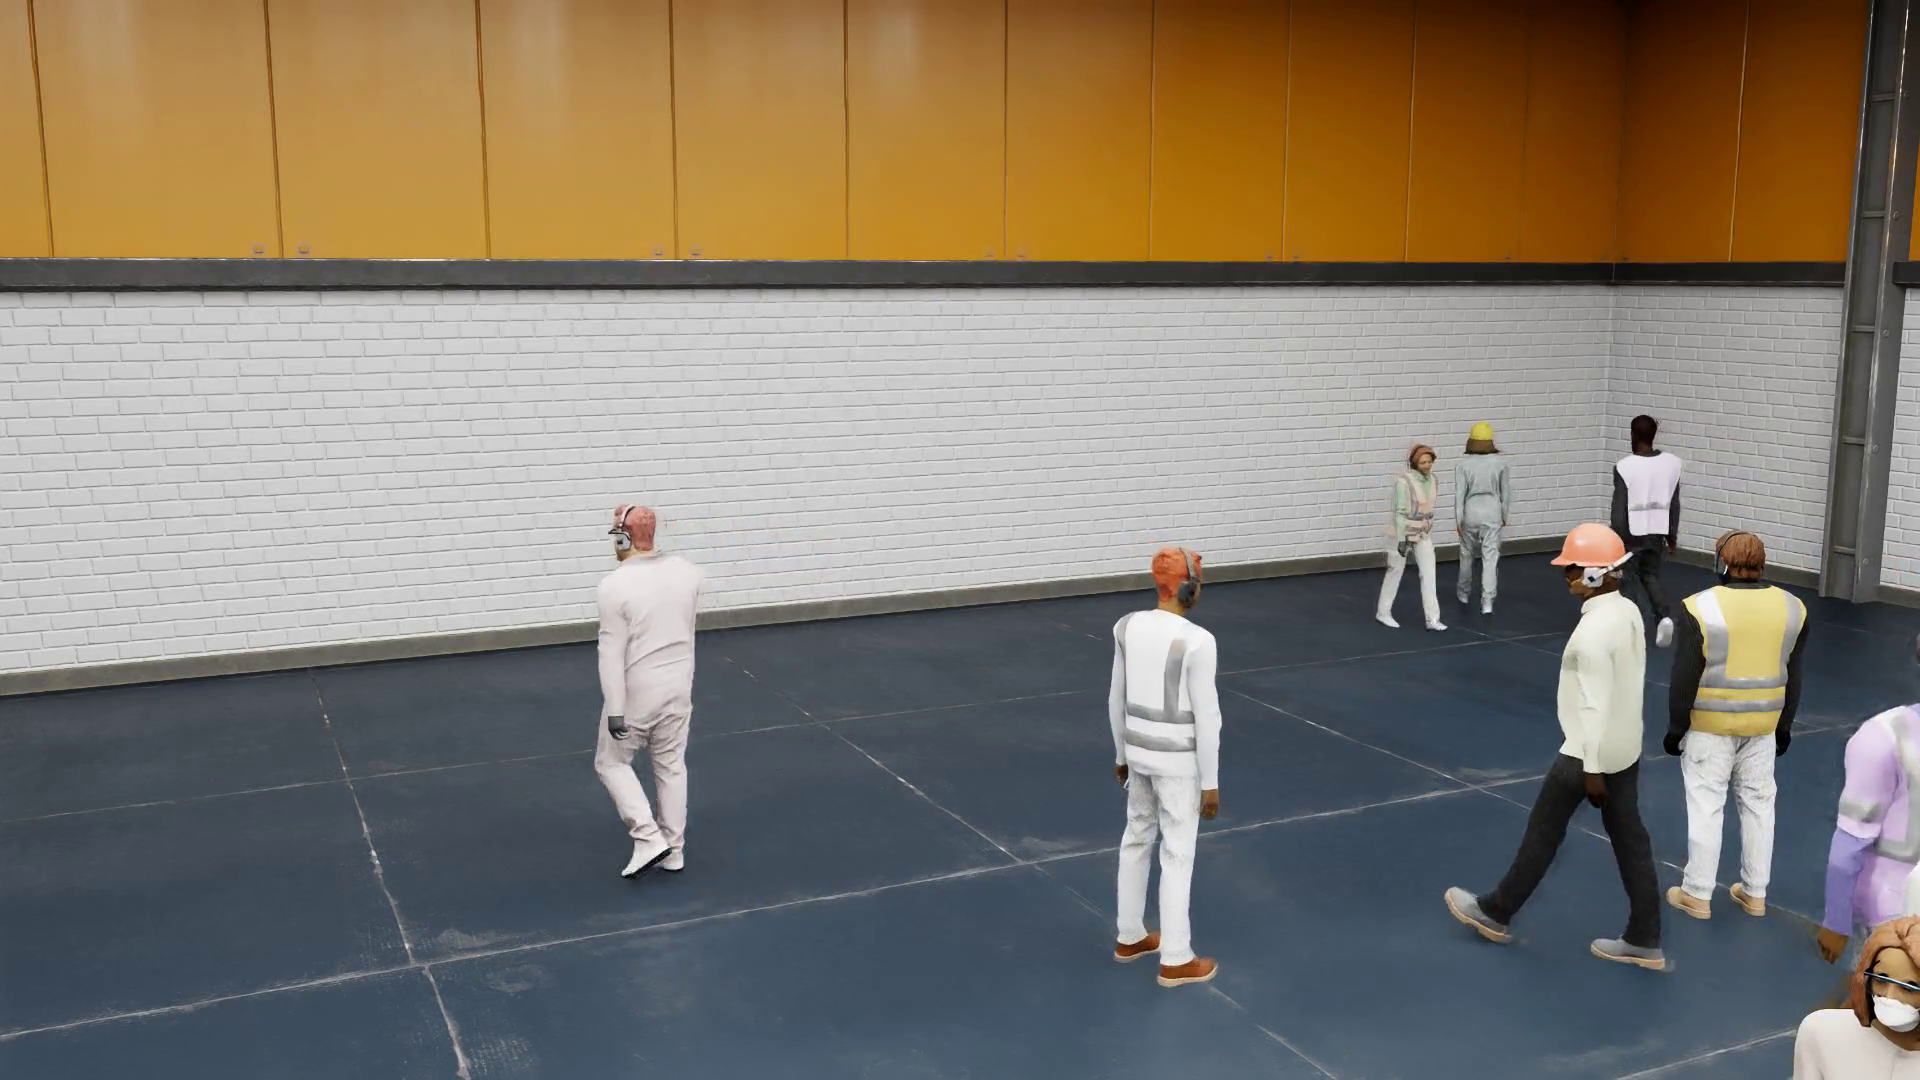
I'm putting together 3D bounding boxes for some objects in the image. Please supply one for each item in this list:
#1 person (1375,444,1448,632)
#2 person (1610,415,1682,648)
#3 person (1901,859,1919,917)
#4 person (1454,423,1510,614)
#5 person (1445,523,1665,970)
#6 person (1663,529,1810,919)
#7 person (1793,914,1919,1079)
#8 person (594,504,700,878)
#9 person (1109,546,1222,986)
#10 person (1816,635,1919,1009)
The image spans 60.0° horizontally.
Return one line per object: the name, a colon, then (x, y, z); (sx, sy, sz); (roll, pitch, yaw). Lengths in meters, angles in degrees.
person: (3.824, -0.010, 13.980); (0.535, 1.601, 0.809); (-5, 11, -29)
person: (5.477, -0.046, 13.278); (0.614, 1.903, 0.517); (-2, 9, -11)
person: (2.763, 1.392, 4.355); (0.549, 1.896, 0.873); (-4, 10, -25)
person: (4.676, -0.204, 14.928); (0.494, 1.691, 0.941); (2, 9, 12)
person: (2.703, 0.885, 7.355); (0.965, 1.947, 0.623); (8, 12, 42)
person: (3.616, 0.864, 7.828); (0.634, 1.841, 0.429); (-1, 9, -4)
person: (2.085, 1.627, 3.736); (0.270, 1.632, 0.508); (-8, 12, -42)
person: (-1.573, 0.759, 8.325); (0.412, 1.893, 0.658); (8, 12, 39)
person: (0.884, 0.954, 7.137); (0.337, 1.882, 0.584); (-7, 12, -37)
person: (3.156, 1.196, 5.312); (0.640, 1.979, 1.030); (-4, 10, -25)
